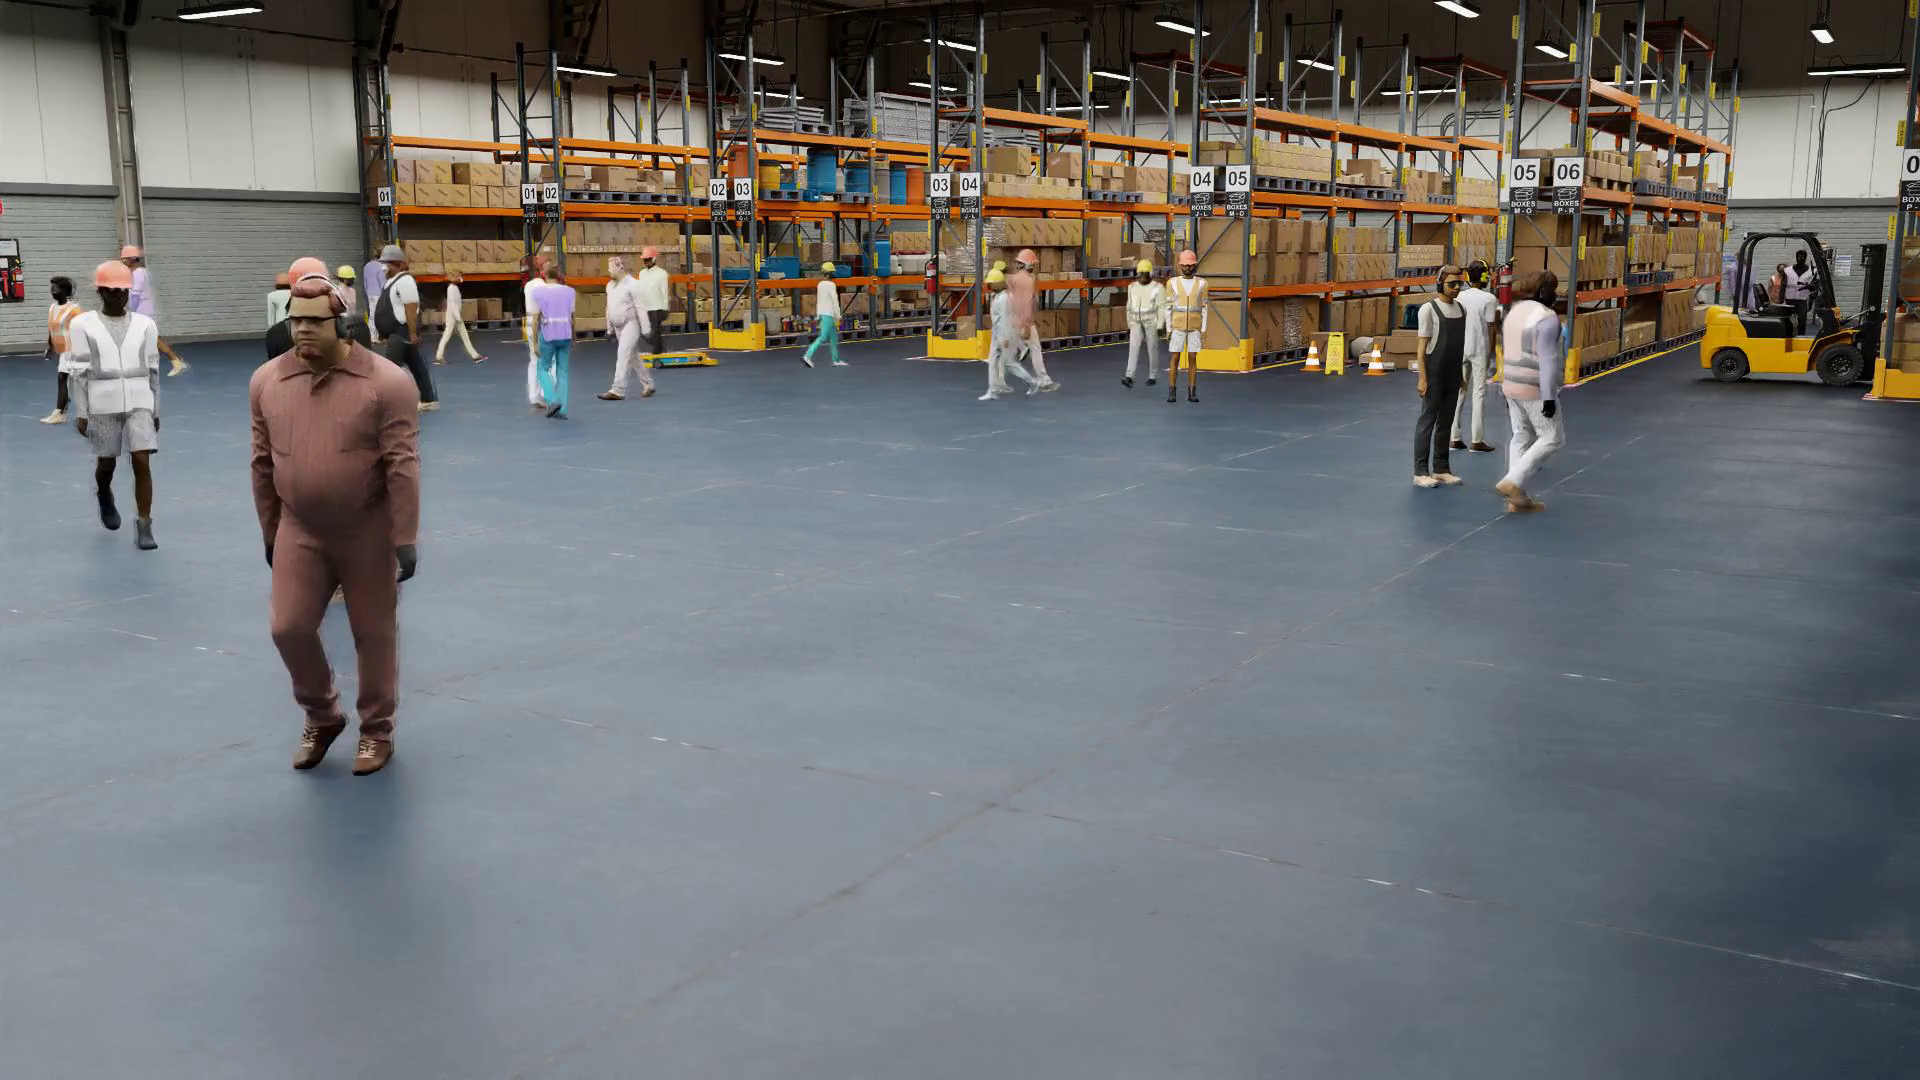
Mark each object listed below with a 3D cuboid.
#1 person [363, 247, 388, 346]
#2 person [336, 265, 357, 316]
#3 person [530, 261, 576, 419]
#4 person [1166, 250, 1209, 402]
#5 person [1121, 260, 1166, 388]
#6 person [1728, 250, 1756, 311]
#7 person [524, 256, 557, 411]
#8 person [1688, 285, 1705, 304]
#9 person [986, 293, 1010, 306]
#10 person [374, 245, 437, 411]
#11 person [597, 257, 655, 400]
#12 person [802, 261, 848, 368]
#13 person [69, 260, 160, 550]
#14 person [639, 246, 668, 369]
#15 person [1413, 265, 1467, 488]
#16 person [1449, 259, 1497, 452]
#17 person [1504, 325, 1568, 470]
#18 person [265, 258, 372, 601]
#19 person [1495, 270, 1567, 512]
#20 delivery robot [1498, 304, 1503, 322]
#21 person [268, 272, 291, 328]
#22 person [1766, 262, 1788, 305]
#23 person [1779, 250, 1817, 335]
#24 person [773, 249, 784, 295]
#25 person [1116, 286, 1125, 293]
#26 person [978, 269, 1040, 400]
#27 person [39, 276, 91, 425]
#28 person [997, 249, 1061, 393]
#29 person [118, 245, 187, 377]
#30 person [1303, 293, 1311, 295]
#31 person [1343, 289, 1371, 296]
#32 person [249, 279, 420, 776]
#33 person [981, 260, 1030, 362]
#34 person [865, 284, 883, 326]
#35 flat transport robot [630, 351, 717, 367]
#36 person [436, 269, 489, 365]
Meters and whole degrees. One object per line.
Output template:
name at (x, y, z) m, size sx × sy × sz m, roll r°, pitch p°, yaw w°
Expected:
person at (-11.476, -4.783, 32.763) m, size 0.629 × 1.940 × 0.377 m, roll 7°, pitch 13°, yaw 36°
person at (-8.626, -2.963, 23.155) m, size 0.671 × 1.729 × 0.539 m, roll 4°, pitch 11°, yaw 20°
person at (-4.666, -2.287, 19.134) m, size 0.561 × 1.818 × 0.450 m, roll -7°, pitch 12°, yaw -35°
person at (2.890, -2.717, 21.195) m, size 0.547 × 1.938 × 0.377 m, roll 0°, pitch 10°, yaw 2°
person at (2.578, -3.022, 23.344) m, size 0.623 × 1.776 × 0.917 m, roll 5°, pitch 11°, yaw 27°
person at (17.593, -5.574, 37.353) m, size 0.672 × 1.877 × 0.421 m, roll -1°, pitch 10°, yaw -7°
person at (-5.030, -2.480, 20.046) m, size 0.606 × 1.869 × 0.466 m, roll 9°, pitch 14°, yaw 41°
person at (17.413, -5.968, 39.300) m, size 0.677 × 1.987 × 1.069 m, roll -9°, pitch 14°, yaw -42°
person at (0.808, -4.819, 32.995) m, size 0.628 × 1.933 × 0.356 m, roll 0°, pitch 10°, yaw 1°
person at (-6.765, -2.532, 19.869) m, size 0.999 × 2.000 × 0.691 m, roll -5°, pitch 11°, yaw -26°
person at (-4.312, -2.754, 21.664) m, size 0.933 × 1.858 × 0.654 m, roll -10°, pitch 14°, yaw -43°
person at (-2.225, -3.676, 27.152) m, size 0.850 × 1.732 × 0.524 m, roll -5°, pitch 11°, yaw -27°
person at (-5.648, -0.914, 11.164) m, size 0.552 × 1.920 × 0.800 m, roll -7°, pitch 12°, yaw -36°
person at (-4.937, -3.758, 26.927) m, size 0.620 × 1.980 × 0.565 m, roll 6°, pitch 12°, yaw 32°
person at (4.014, -1.359, 13.849) m, size 0.515 × 1.844 × 0.329 m, roll -6°, pitch 12°, yaw -30°
person at (5.002, -1.790, 16.204) m, size 0.312 × 1.866 × 0.538 m, roll -9°, pitch 13°, yaw -40°
person at (5.029, -1.382, 14.543) m, size 0.538 × 1.645 × 0.897 m, roll 5°, pitch 11°, yaw 24°
person at (-3.654, -0.649, 9.628) m, size 0.614 × 1.932 × 0.849 m, roll -3°, pitch 10°, yaw -14°
person at (4.268, -1.094, 12.414) m, size 0.441 × 1.828 × 0.643 m, roll -2°, pitch 10°, yaw -10°
delivery robot at (13.108, -5.496, 40.370) m, size 0.707 × 0.478 × 0.477 m, roll -1°, pitch 10°, yaw -5°
person at (-9.902, -3.133, 24.491) m, size 0.504 × 1.602 × 0.712 m, roll -5°, pitch 11°, yaw -27°
person at (17.036, -4.952, 34.584) m, size 0.547 × 1.613 × 0.648 m, roll 7°, pitch 12°, yaw 35°
person at (15.566, -4.434, 30.953) m, size 0.599 × 1.890 × 0.818 m, roll 5°, pitch 11°, yaw 28°
person at (-4.673, -6.656, 43.176) m, size 0.603 × 1.966 × 0.367 m, roll 10°, pitch 14°, yaw 44°
person at (4.518, -7.139, 46.114) m, size 0.558 × 1.892 × 1.008 m, roll -7°, pitch 12°, yaw -35°
person at (0.636, -2.651, 21.492) m, size 0.737 × 1.703 × 0.519 m, roll -3°, pitch 10°, yaw -14°
person at (-10.053, -2.153, 18.824) m, size 0.528 × 1.658 × 0.874 m, roll 7°, pitch 12°, yaw 35°
person at (0.865, -2.948, 22.508) m, size 1.012 × 1.941 × 0.641 m, roll -5°, pitch 11°, yaw -26°
person at (-12.202, -3.411, 24.947) m, size 1.006 × 2.003 × 0.613 m, roll -7°, pitch 12°, yaw -33°
person at (9.194, -6.657, 44.102) m, size 0.310 × 1.640 × 0.514 m, roll 5°, pitch 11°, yaw 25°
person at (8.829, -5.525, 36.993) m, size 0.596 × 1.911 × 0.415 m, roll 7°, pitch 12°, yaw 34°
person at (-2.359, -0.031, 6.296) m, size 0.664 × 1.890 × 0.437 m, roll 0°, pitch 10°, yaw -2°
person at (0.786, -3.883, 28.293) m, size 0.760 × 1.734 × 0.509 m, roll 2°, pitch 10°, yaw 9°
person at (-2.046, -5.922, 39.595) m, size 0.421 × 1.786 × 0.643 m, roll -3°, pitch 11°, yaw -18°
flat transport robot at (-4.777, -2.974, 27.304) m, size 1.431 × 0.197 × 0.652 m, roll -6°, pitch 12°, yaw -30°
person at (-8.391, -3.721, 27.802) m, size 0.875 × 1.583 × 0.532 m, roll -1°, pitch 10°, yaw -7°
